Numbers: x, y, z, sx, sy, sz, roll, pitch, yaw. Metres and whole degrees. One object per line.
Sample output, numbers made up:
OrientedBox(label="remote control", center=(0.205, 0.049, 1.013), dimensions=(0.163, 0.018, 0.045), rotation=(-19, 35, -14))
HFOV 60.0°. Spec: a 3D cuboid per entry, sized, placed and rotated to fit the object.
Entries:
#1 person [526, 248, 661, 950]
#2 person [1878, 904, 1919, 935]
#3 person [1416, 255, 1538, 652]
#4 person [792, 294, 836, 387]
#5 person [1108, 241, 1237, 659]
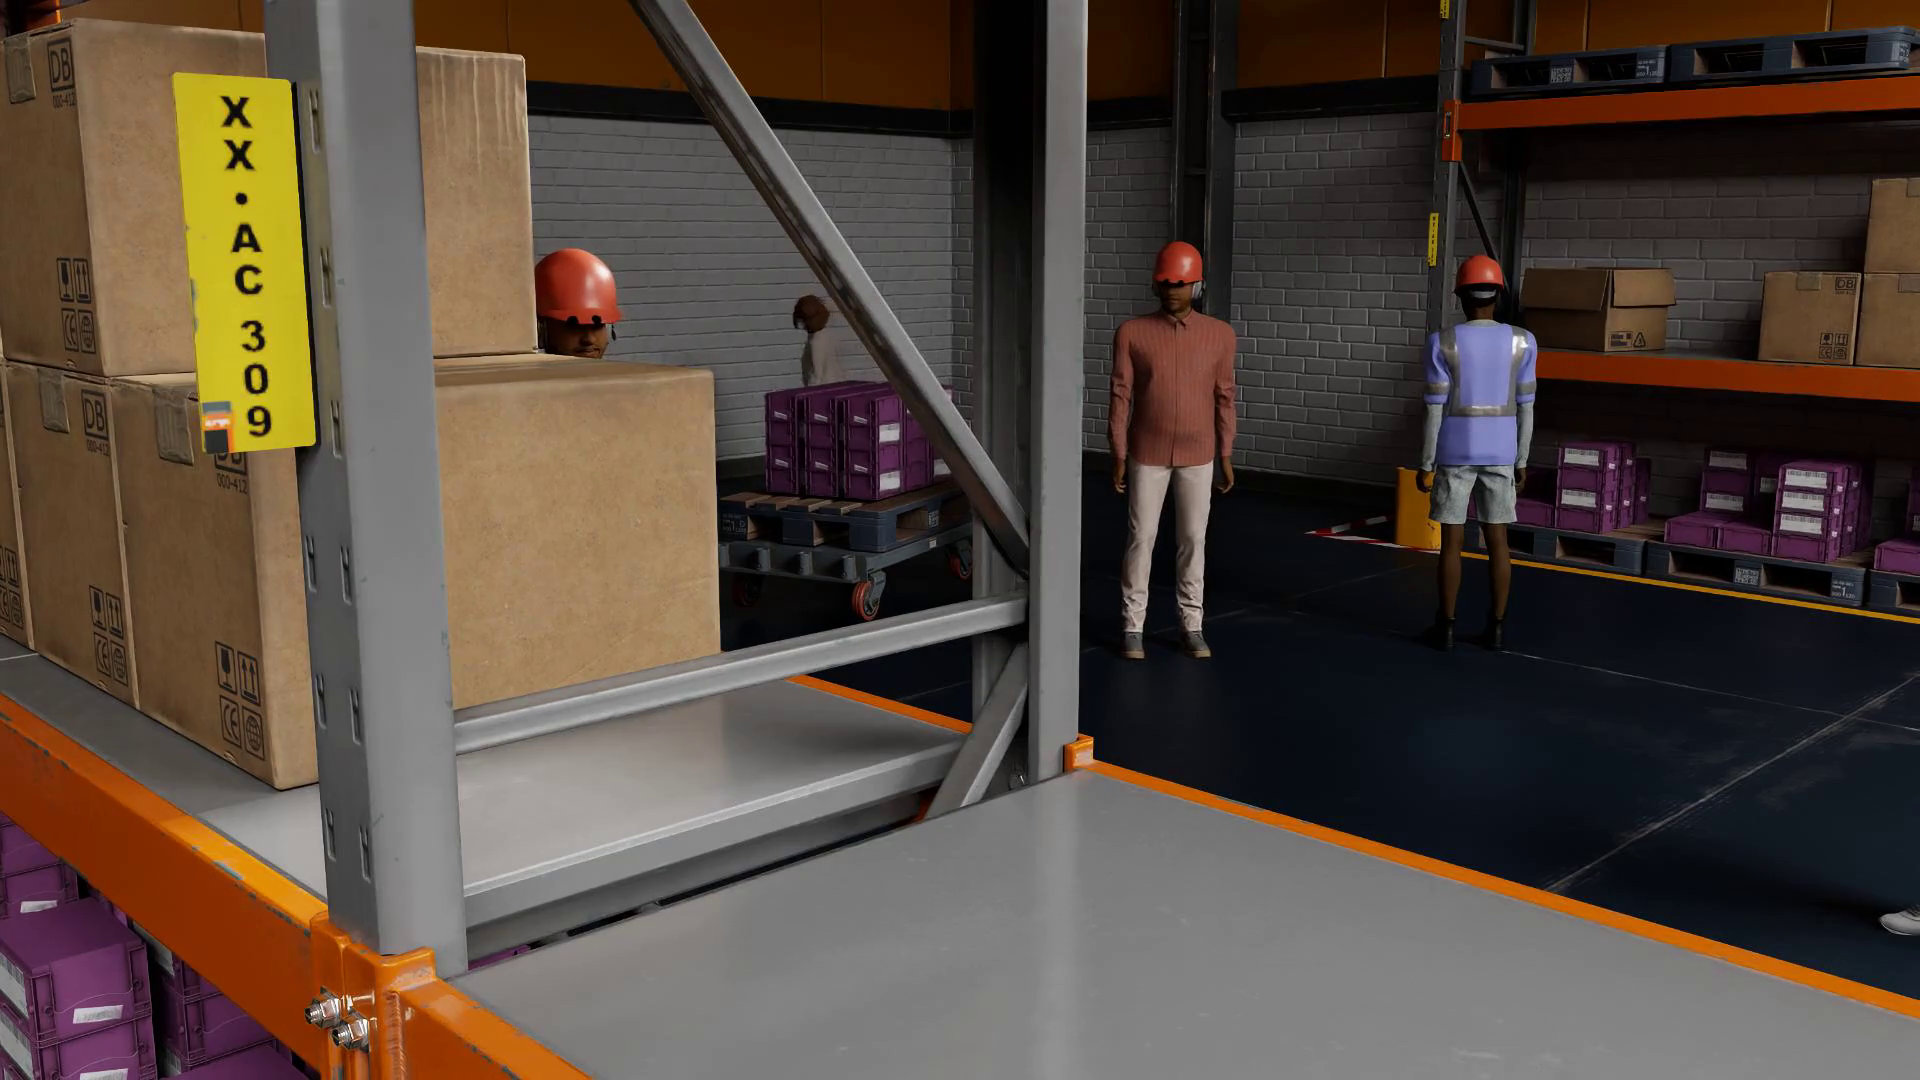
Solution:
OrientedBox(label="person", center=(-1.050, 0.197, 4.621), dimensions=(0.613, 1.986, 0.401), rotation=(-9, 14, -42))
OrientedBox(label="person", center=(2.916, 0.243, 4.552), dimensions=(0.376, 1.917, 0.600), rotation=(-2, 11, -11))
OrientedBox(label="person", center=(2.492, -0.410, 8.090), dimensions=(0.543, 1.928, 0.372), rotation=(0, 10, 3))
OrientedBox(label="person", center=(-0.988, -0.971, 12.014), dimensions=(0.391, 1.604, 0.644), rotation=(1, 10, 5))
OrientedBox(label="person", center=(1.015, -0.412, 7.923), dimensions=(0.616, 1.990, 0.393), rotation=(-1, 10, -3))
